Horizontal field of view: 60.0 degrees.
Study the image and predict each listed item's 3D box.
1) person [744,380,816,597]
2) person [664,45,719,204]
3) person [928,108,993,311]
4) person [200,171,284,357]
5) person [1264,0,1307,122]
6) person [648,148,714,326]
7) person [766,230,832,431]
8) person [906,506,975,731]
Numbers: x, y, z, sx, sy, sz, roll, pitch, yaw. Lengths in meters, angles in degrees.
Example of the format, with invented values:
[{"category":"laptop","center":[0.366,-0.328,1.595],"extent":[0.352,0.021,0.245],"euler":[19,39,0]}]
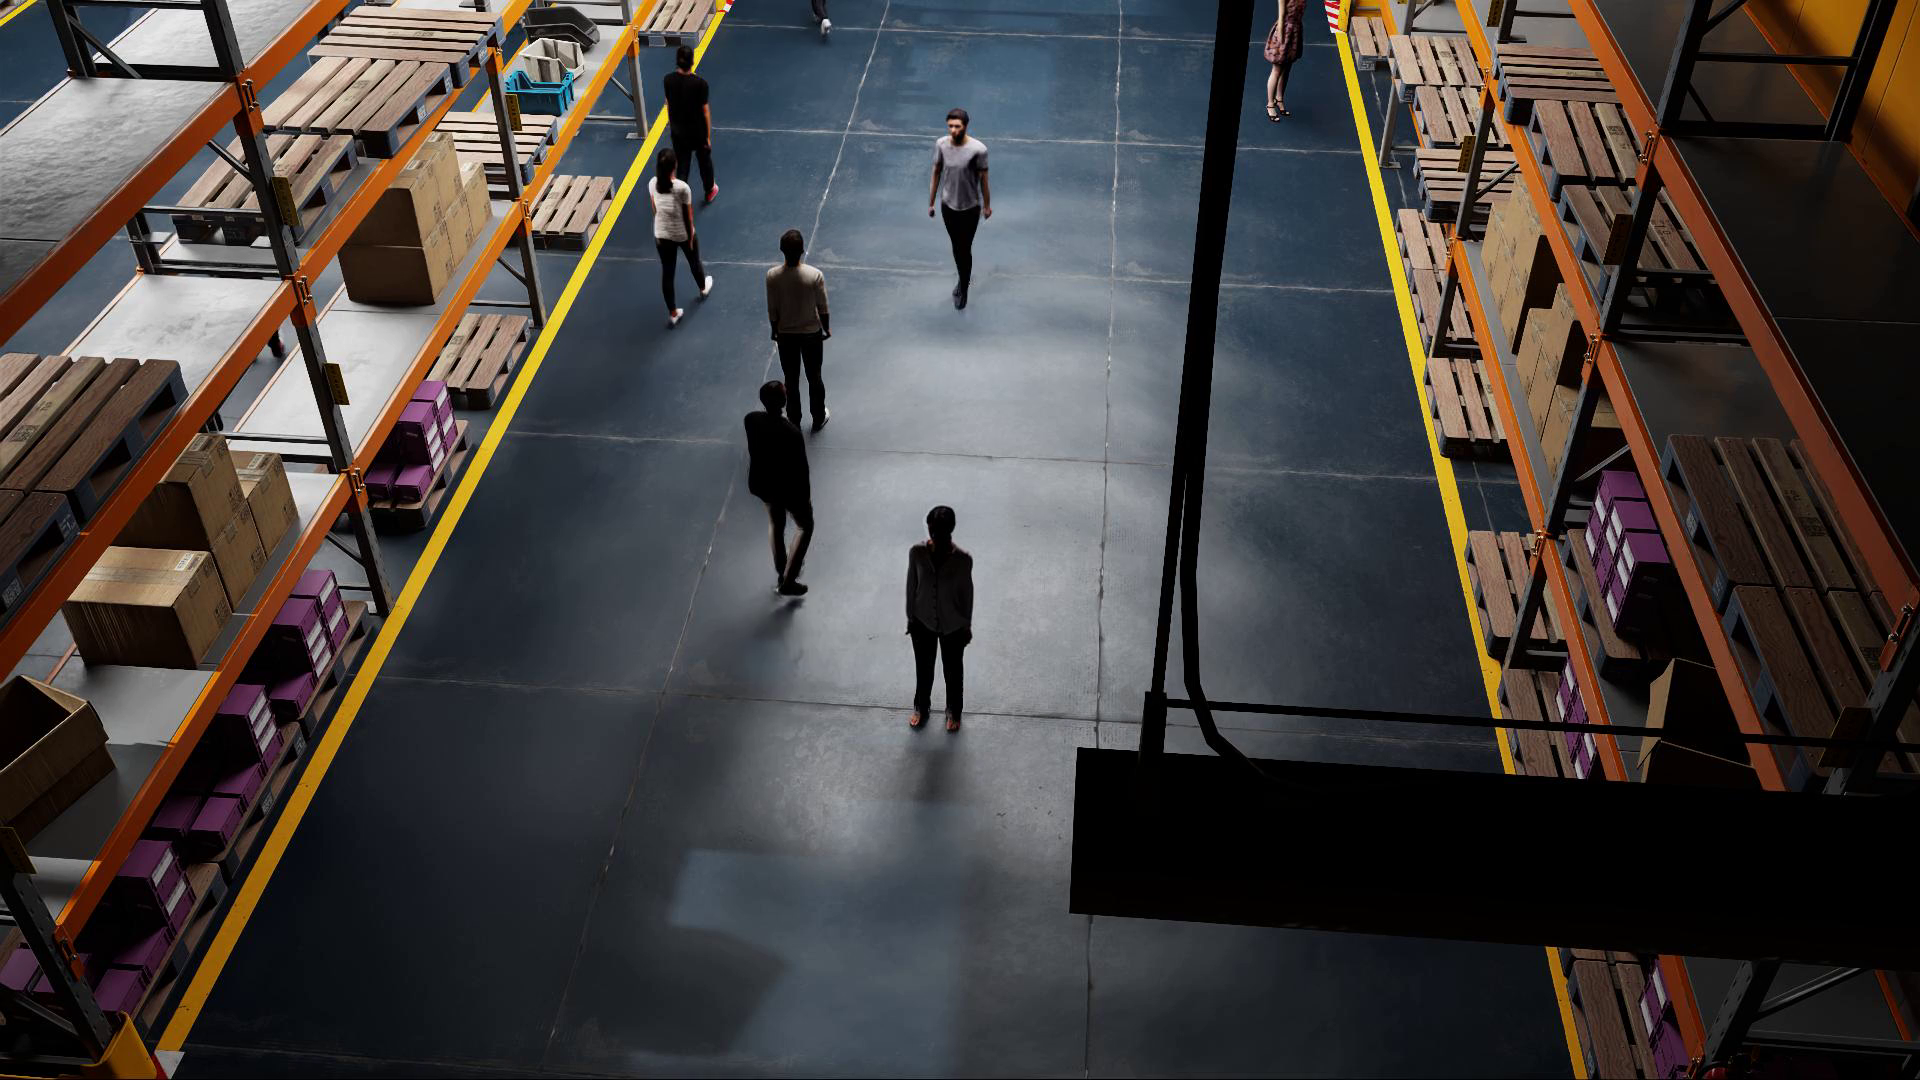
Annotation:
[{"category":"person","center":[-1.305,-0.332,11.802],"extent":[0.818,1.795,0.864],"euler":[19,42,22]},{"category":"person","center":[-2.705,-3.987,16.426],"extent":[0.674,1.737,1.126],"euler":[5,39,6]},{"category":"person","center":[0.045,-3.094,15.217],"extent":[0.839,1.849,0.897],"euler":[15,41,18]},{"category":"person","center":[-6.266,-2.366,14.379],"extent":[0.771,1.758,0.775],"euler":[-17,41,-20]},{"category":"person","center":[3.599,-5.502,18.294],"extent":[0.864,1.773,0.793],"euler":[30,48,32]},{"category":"person","center":[-2.591,-2.680,14.891],"extent":[0.638,1.610,0.997],"euler":[7,39,9]},{"category":"person","center":[-1.301,-1.687,13.485],"extent":[0.672,1.812,0.583],"euler":[-1,39,-2]},{"category":"person","center":[-0.129,0.496,10.784],"extent":[0.612,1.773,0.560],"euler":[8,39,10]}]
